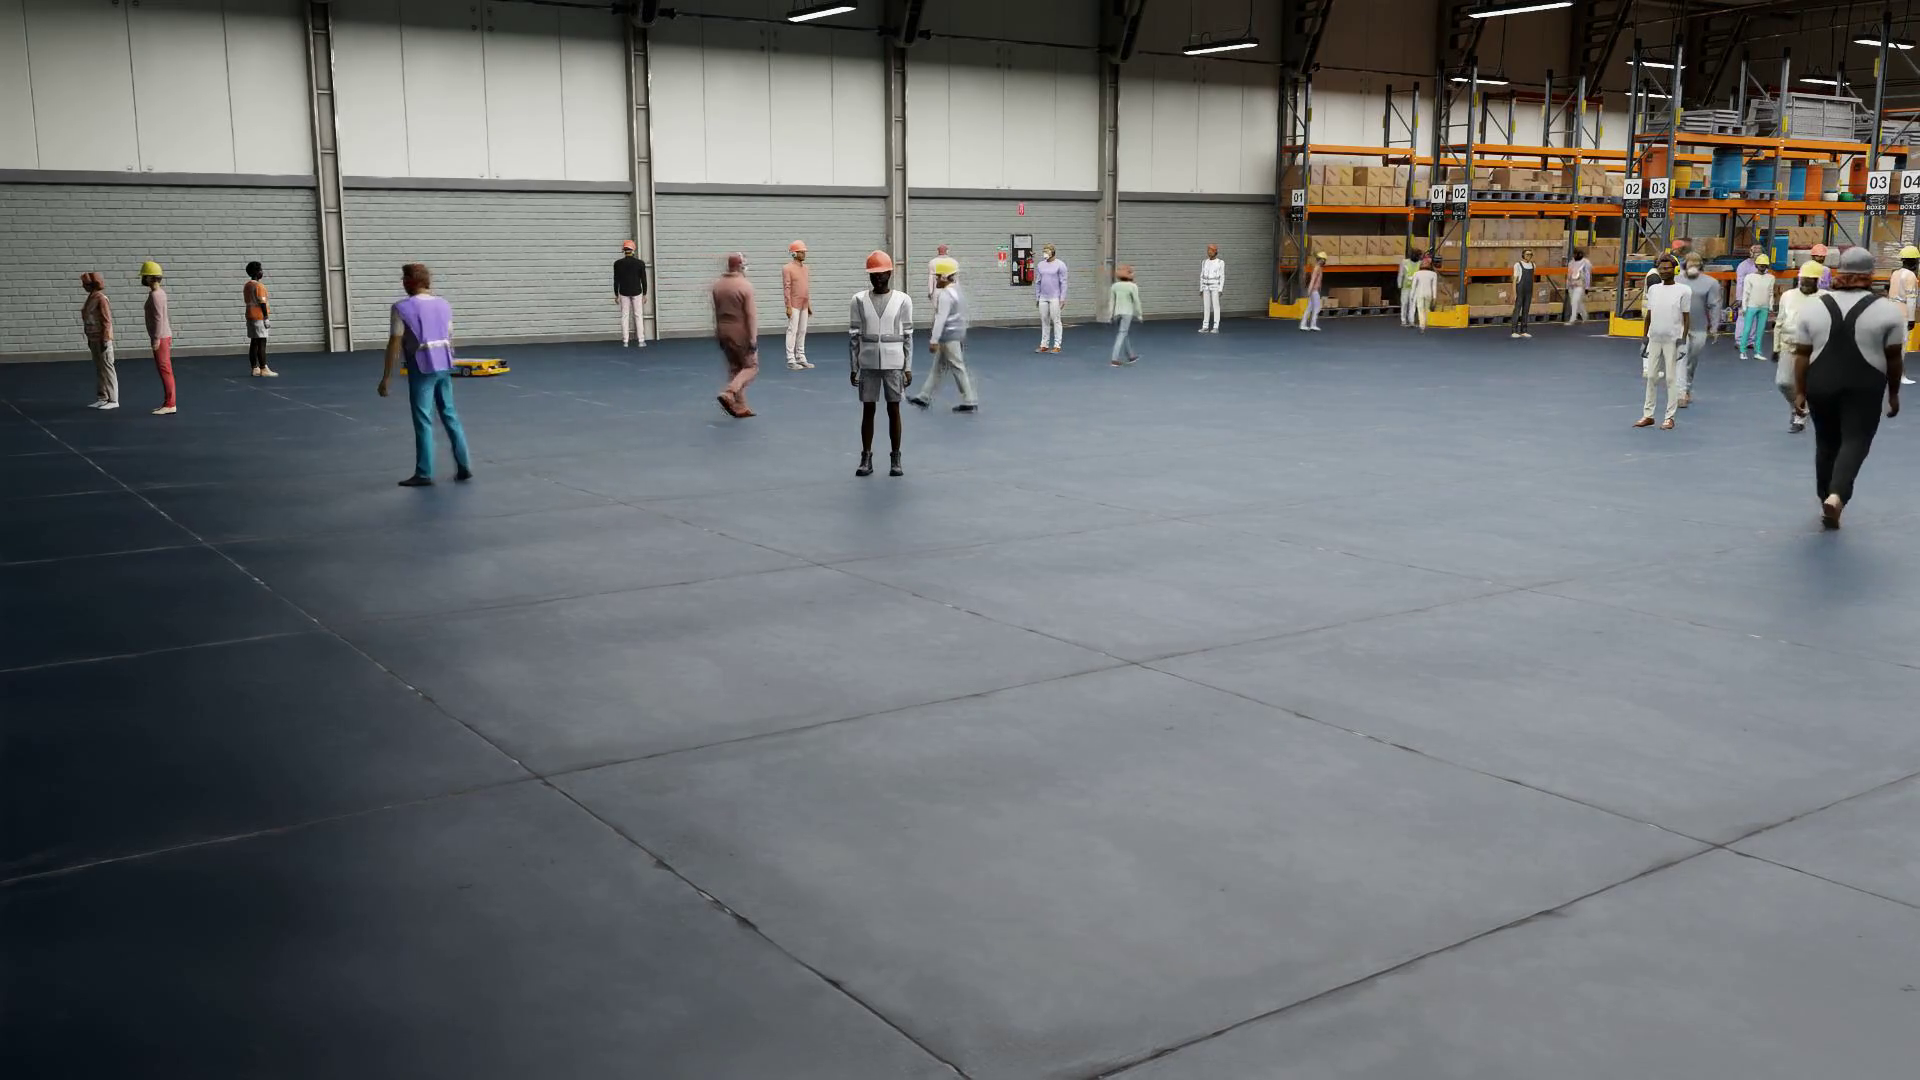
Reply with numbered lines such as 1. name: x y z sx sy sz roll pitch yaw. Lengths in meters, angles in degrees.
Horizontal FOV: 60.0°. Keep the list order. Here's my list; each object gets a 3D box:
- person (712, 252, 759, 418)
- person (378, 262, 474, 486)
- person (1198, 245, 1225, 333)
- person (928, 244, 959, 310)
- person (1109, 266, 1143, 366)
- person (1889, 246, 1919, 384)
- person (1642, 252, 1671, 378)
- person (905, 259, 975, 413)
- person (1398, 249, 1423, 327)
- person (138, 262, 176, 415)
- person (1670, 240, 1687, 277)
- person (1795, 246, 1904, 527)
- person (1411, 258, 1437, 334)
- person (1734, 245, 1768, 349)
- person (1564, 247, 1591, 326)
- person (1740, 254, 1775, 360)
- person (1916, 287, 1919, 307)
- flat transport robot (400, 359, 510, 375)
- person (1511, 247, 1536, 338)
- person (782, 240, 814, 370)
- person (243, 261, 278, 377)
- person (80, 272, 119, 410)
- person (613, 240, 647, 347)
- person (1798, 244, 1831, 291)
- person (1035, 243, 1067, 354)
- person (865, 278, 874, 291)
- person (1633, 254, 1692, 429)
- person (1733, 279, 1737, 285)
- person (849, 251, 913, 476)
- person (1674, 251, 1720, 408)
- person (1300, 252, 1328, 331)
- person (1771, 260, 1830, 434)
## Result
1. person: -2.537 -2.302 18.801 0.646 1.890 0.579 9 13 39
2. person: -4.414 -1.353 13.724 0.416 1.845 0.764 6 12 31
3. person: 5.390 -5.377 35.671 0.576 1.882 0.355 9 14 40
4. person: -0.345 -5.081 33.990 0.648 1.904 0.401 -2 11 -12
5. person: 2.689 -3.598 26.713 0.516 1.582 0.869 10 14 43
6. person: 13.258 -3.159 23.381 0.363 1.930 0.587 1 10 3
7. person: 10.250 -3.307 24.449 0.430 1.838 0.619 5 12 27
8. person: -0.227 -2.369 19.432 0.911 1.782 0.623 2 11 11
9. person: 10.408 -5.825 38.424 0.639 1.788 0.956 0 10 2
10. person: -9.343 -2.342 19.353 0.315 1.767 0.533 -4 11 -21
11. person: 14.485 -5.006 33.331 0.555 1.997 0.666 -2 10 -10
12. person: 6.343 -1.124 11.921 0.683 2.000 0.964 9 14 41
13. person: 9.894 -5.198 35.455 0.505 1.608 0.765 1 10 4
14. person: 14.521 -4.440 30.469 0.652 1.906 0.402 -4 11 -20
15. person: 14.374 -5.876 38.578 0.785 1.824 0.625 -5 11 -25
16. person: 13.388 -3.900 27.897 0.533 1.765 0.330 0 10 -2
17. person: 19.147 -4.966 33.297 0.625 1.934 0.364 5 12 27
18. flat transport robot: -7.526 -2.588 24.800 1.431 0.197 0.652 2 11 9
19. person: 11.498 -5.037 33.905 0.511 1.844 0.328 -4 11 -20
20. person: -2.524 -3.658 25.933 0.373 1.997 0.616 6 12 29
21. person: -10.331 -3.246 24.490 0.535 1.700 0.318 9 14 40
22. person: -10.305 -2.380 19.911 0.514 1.639 0.310 10 14 43
23. person: -6.188 -4.626 31.252 0.614 1.990 0.392 -1 10 -6
24. person: 13.743 -3.779 26.757 0.543 1.939 0.359 -2 11 -10
25. person: 1.599 -4.258 29.378 0.635 1.937 0.354 8 13 39
26. person: -1.530 -4.314 30.540 0.564 1.618 0.528 -1 10 -8
27. person: 7.563 -2.125 17.875 0.327 1.872 0.516 -9 14 -40
28. person: 22.462 -7.572 47.751 0.377 1.874 0.575 -7 12 -34
29. person: -0.680 -1.510 14.317 0.552 1.935 0.360 0 10 3
30. person: 8.901 -2.576 20.313 0.636 1.903 1.019 4 11 20
31. person: 7.727 -5.421 36.330 0.590 1.712 0.545 2 10 9
32. person: 8.896 -2.036 17.526 0.494 1.814 0.610 -10 14 -42
